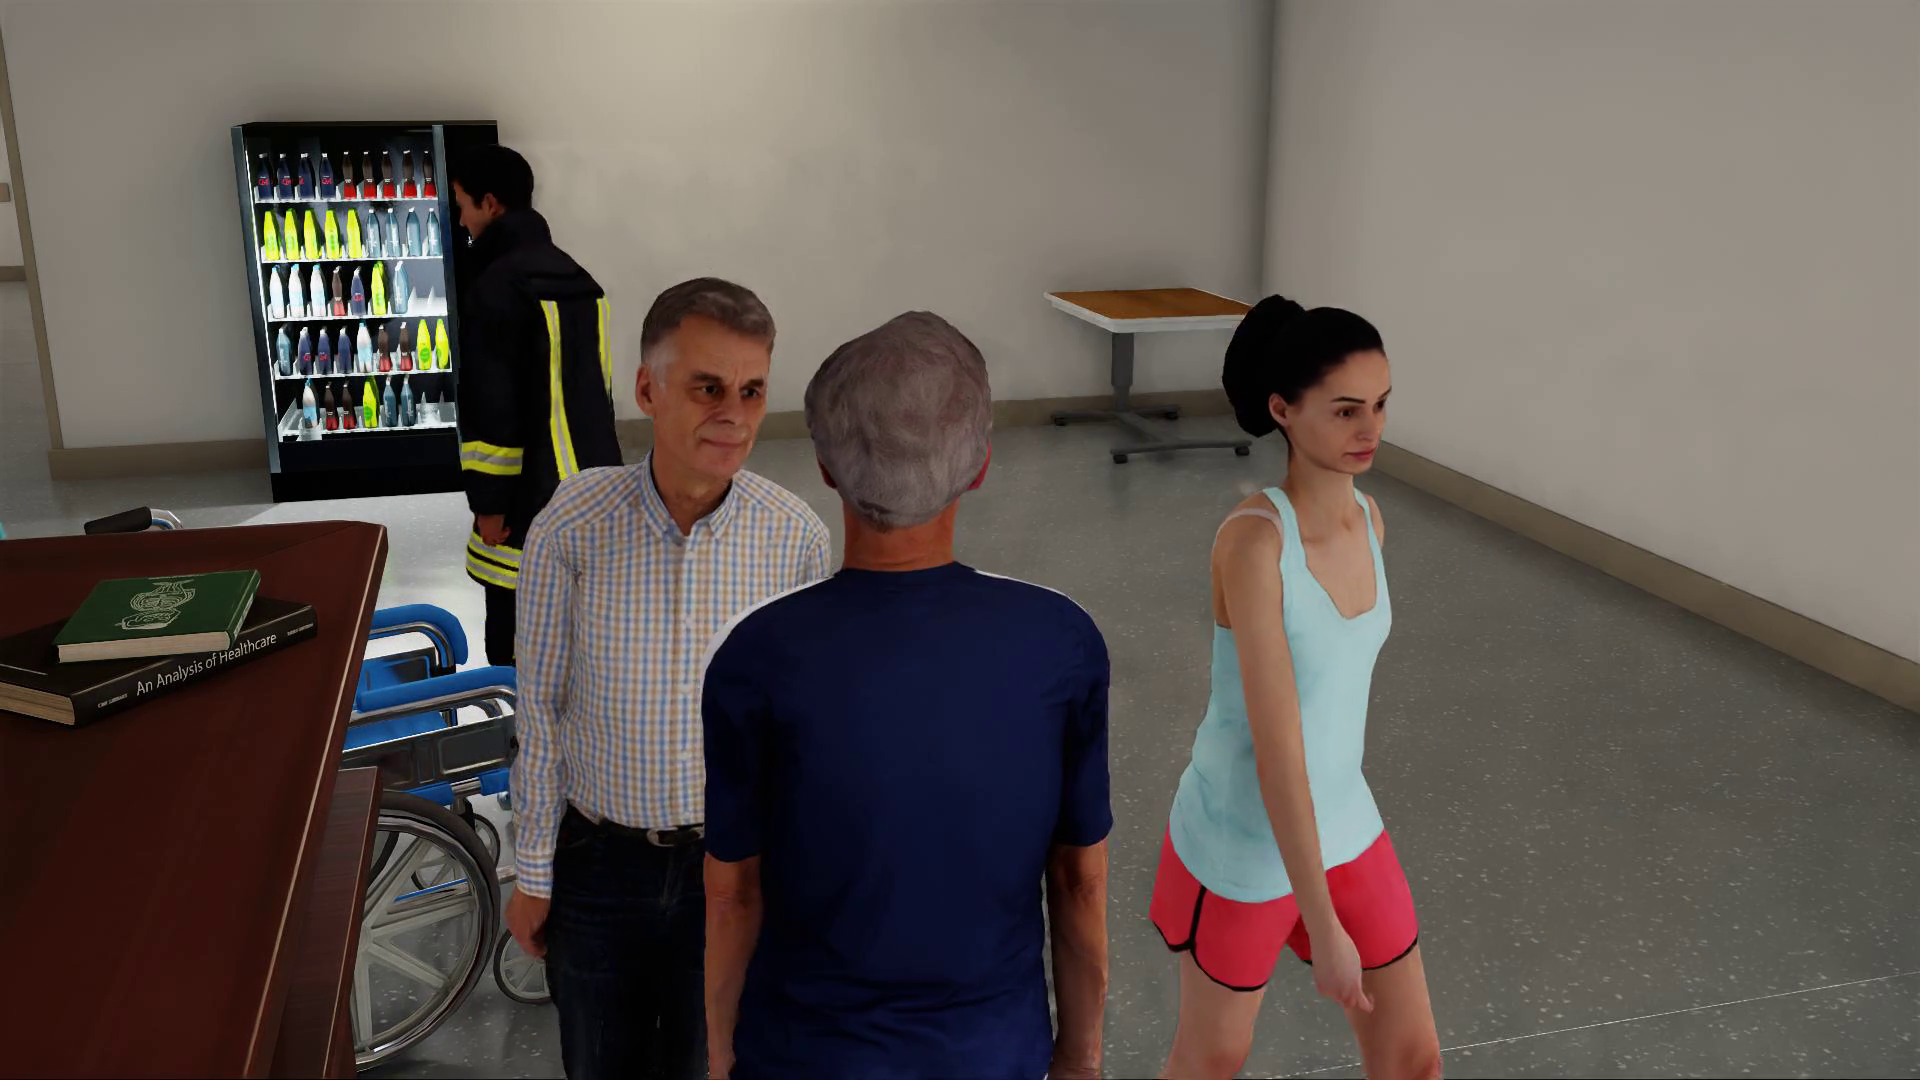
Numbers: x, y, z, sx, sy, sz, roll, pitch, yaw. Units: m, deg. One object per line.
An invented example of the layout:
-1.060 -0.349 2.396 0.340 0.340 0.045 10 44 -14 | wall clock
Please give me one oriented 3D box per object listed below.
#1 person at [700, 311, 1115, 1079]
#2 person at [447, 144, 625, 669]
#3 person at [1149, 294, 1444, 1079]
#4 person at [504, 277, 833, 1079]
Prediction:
-0.046 0.666 1.949 0.737 1.820 0.710 -5 16 -17 | person
-1.075 -0.130 4.638 1.110 1.892 1.040 4 16 12 | person
0.436 0.501 2.674 0.999 1.743 0.899 -14 21 -40 | person
-0.463 0.474 2.685 0.879 1.790 0.795 -1 16 -5 | person
